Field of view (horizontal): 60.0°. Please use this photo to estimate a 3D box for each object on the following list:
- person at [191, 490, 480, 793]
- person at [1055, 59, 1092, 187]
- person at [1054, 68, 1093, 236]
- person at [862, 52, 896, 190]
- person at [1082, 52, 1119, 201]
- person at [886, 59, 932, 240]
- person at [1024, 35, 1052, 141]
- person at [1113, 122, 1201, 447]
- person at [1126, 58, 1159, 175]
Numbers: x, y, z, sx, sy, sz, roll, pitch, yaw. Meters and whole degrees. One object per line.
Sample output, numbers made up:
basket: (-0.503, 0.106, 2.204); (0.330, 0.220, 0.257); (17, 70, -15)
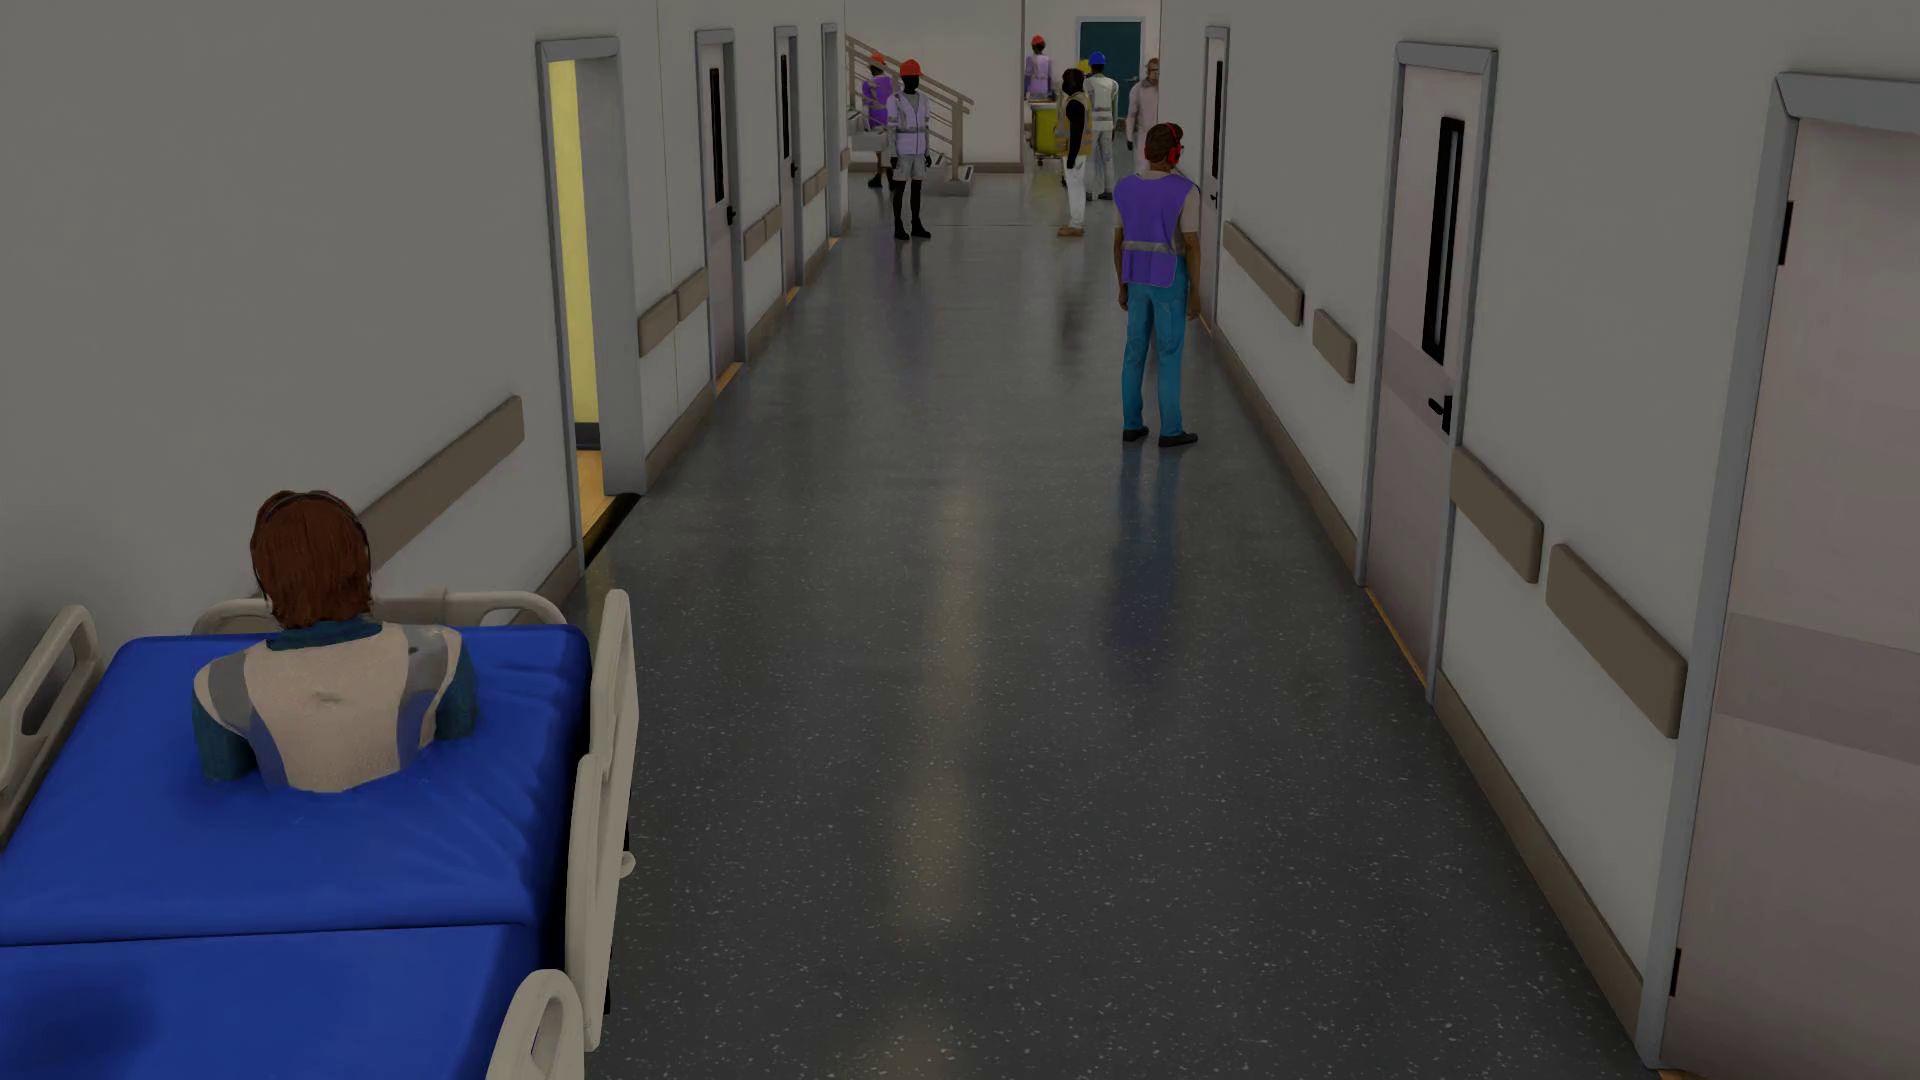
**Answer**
person: (-1.131, 0.702, 3.154); (0.528, 1.620, 0.582); (-5, 18, -15)
person: (1.685, -5.991, 23.940); (0.601, 1.786, 0.604); (14, 22, 37)
person: (1.269, -4.347, 18.683); (0.429, 1.841, 0.633); (3, 18, 8)
person: (-1.091, -5.919, 23.543); (0.571, 1.901, 0.892); (-11, 20, -30)
person: (1.820, -5.495, 22.146); (0.599, 1.939, 0.421); (-8, 19, -25)
person: (-0.544, -4.316, 18.420); (0.545, 1.942, 0.354); (-13, 22, -34)
person: (1.541, -8.643, 31.918); (0.608, 2.018, 0.867); (-13, 22, -36)
person: (1.126, -1.455, 9.582); (0.564, 1.847, 0.388); (13, 22, 36)
person: (2.431, -5.099, 20.966); (0.655, 1.893, 0.402); (-2, 18, -5)
